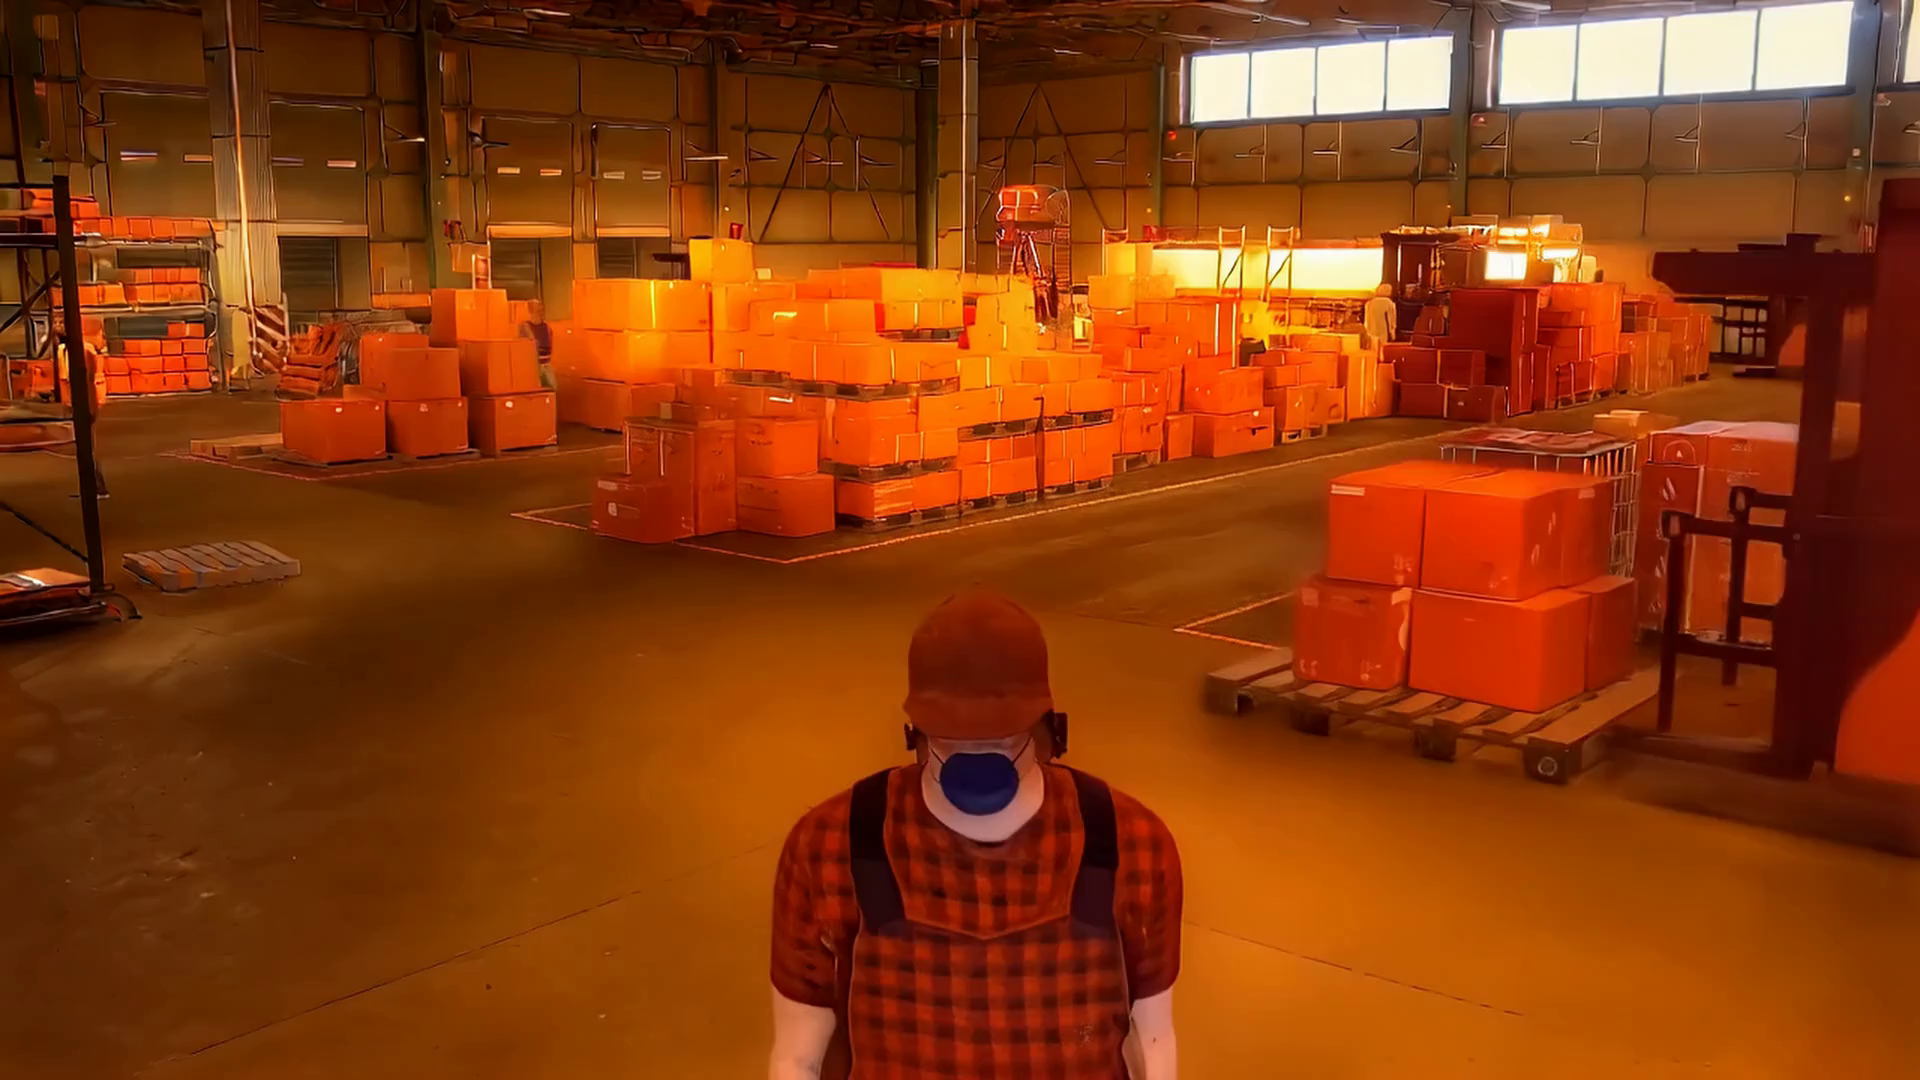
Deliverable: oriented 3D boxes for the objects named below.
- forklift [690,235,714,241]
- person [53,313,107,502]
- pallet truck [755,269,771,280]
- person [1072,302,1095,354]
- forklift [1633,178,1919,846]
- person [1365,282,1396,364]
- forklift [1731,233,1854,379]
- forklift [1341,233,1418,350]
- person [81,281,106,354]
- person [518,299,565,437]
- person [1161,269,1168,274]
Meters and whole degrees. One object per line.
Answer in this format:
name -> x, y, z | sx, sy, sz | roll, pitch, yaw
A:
forklift -> -5.724, -5.367, 36.947 | 1.873, 2.768, 1.129 | -3, 10, -18
person -> -8.890, -1.344, 16.825 | 0.593, 1.909, 0.404 | 9, 13, 41
pallet truck -> -4.996, -6.432, 45.525 | 1.885, 1.965, 0.823 | -6, 12, -32
person -> 2.095, -3.228, 28.301 | 0.307, 1.641, 0.514 | -8, 13, -38
forklift -> 4.177, -0.150, 7.244 | 1.873, 2.768, 1.129 | 8, 13, 40
person -> 7.536, -3.646, 29.832 | 0.372, 1.939, 0.629 | -8, 13, -37
forklift -> 16.027, -4.469, 31.837 | 1.873, 2.768, 1.129 | 8, 13, 40
forklift -> 8.358, -4.466, 31.817 | 1.873, 2.768, 1.129 | 8, 13, 40
person -> -16.087, -3.817, 30.815 | 0.378, 1.932, 0.551 | 5, 11, 28
person -> -5.602, -2.285, 22.291 | 0.719, 1.857, 0.580 | 8, 13, 39
person -> 6.004, -7.066, 49.314 | 0.379, 1.937, 0.629 | 0, 10, 3
